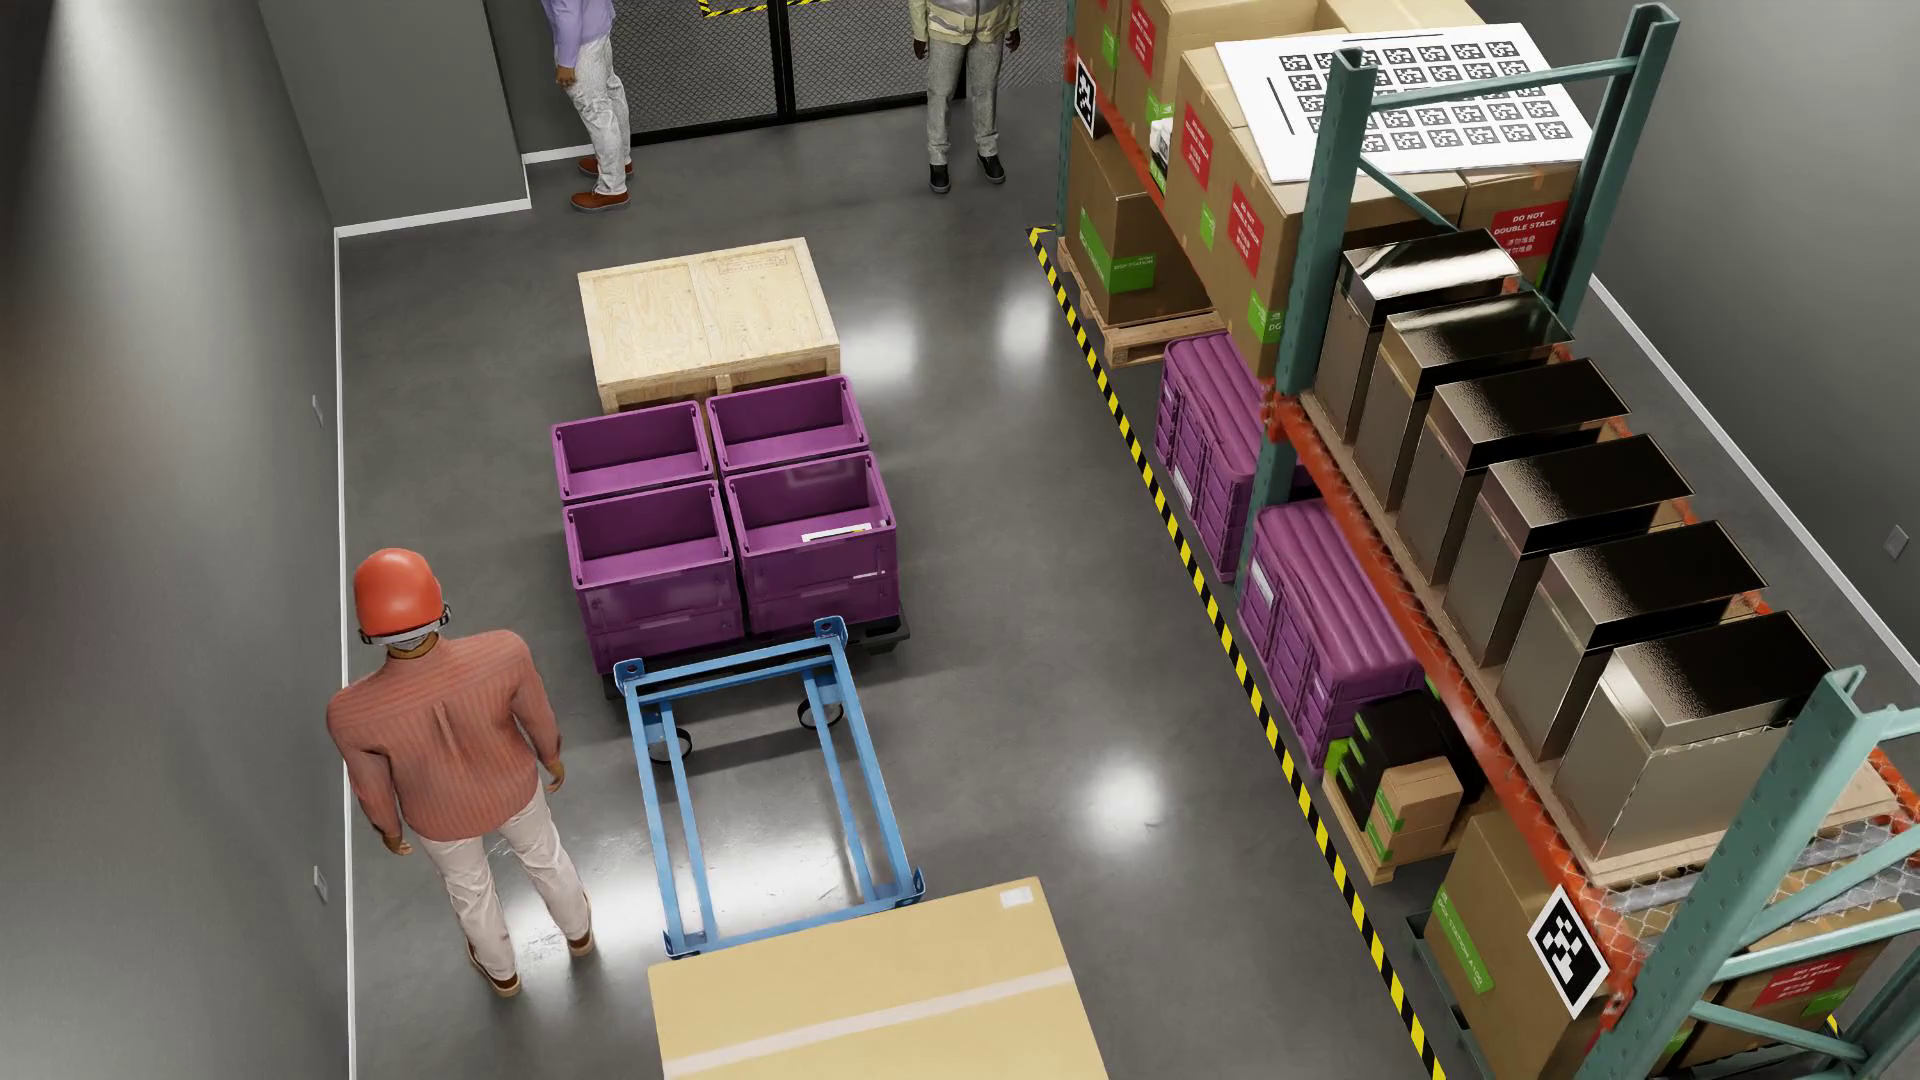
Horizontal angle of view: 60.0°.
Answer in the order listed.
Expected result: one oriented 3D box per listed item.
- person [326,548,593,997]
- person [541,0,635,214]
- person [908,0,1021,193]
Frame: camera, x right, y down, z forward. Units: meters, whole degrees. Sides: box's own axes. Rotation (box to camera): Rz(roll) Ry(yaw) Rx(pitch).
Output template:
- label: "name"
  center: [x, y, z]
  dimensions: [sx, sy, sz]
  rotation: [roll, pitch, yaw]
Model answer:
- label: "person"
  center: [-1.527, 0.753, 5.157]
  dimensions: [0.614, 1.993, 0.395]
  rotation: [-23, 51, -20]
- label: "person"
  center: [-1.884, -2.512, 8.194]
  dimensions: [0.373, 1.940, 0.629]
  rotation: [1, 47, 1]
- label: "person"
  center: [0.035, -2.602, 8.349]
  dimensions: [0.590, 1.830, 0.404]
  rotation: [-11, 48, -10]
